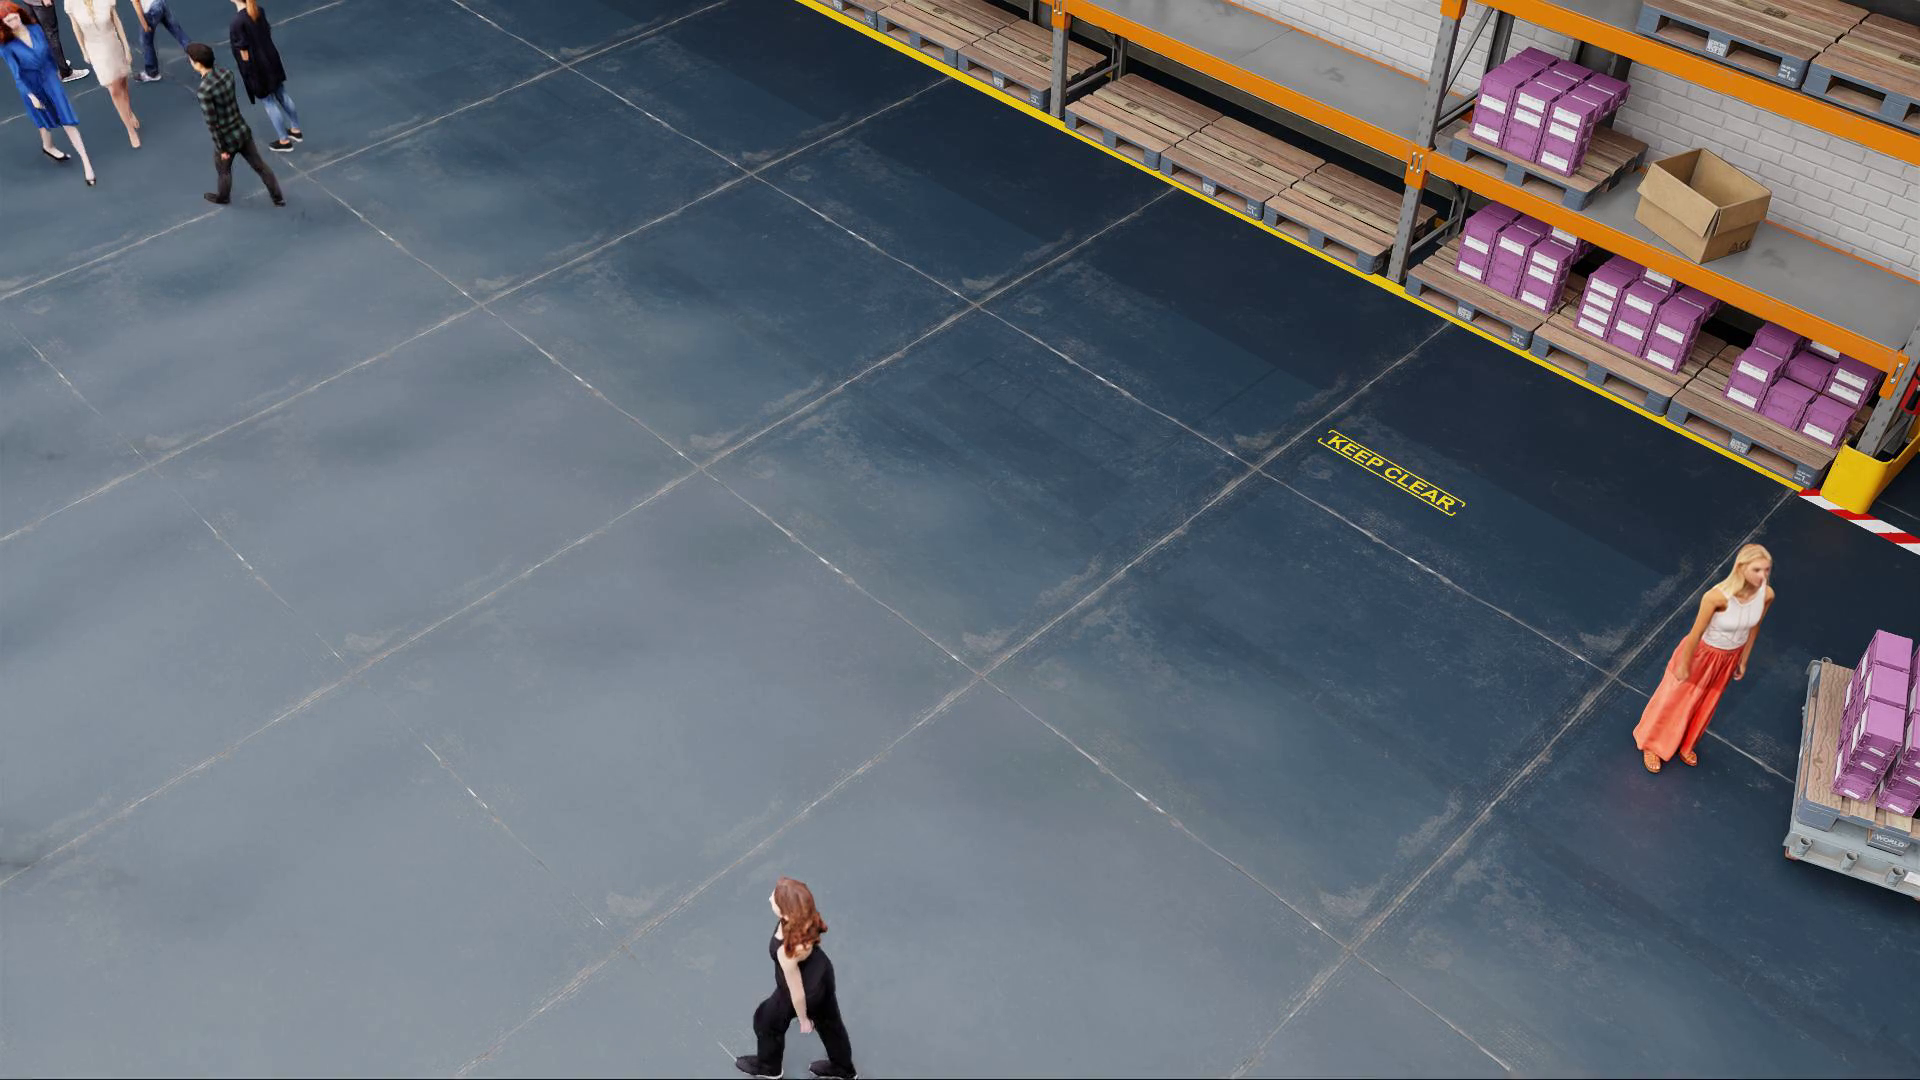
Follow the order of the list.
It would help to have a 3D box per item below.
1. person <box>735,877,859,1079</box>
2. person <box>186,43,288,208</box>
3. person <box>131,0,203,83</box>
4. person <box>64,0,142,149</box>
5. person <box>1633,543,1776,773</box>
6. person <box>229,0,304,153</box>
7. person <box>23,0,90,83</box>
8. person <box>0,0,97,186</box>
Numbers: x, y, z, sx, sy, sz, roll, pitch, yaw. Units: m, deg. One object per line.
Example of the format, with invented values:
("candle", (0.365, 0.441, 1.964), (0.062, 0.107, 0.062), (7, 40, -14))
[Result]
("person", (-0.710, 2.285, 8.470), (0.986, 1.722, 0.839), (11, 45, 11))
("person", (-6.479, -3.636, 14.902), (1.158, 1.678, 0.944), (15, 46, 15))
("person", (-7.976, -5.267, 16.538), (1.105, 1.528, 0.982), (11, 45, 11))
("person", (-8.082, -4.648, 15.761), (0.745, 1.705, 1.038), (-27, 50, -26))
("person", (4.538, 0.707, 10.070), (0.722, 1.801, 0.752), (-8, 44, -8))
("person", (-6.525, -4.443, 15.561), (0.705, 1.683, 0.714), (14, 45, 14))
("person", (-9.247, -5.489, 16.536), (0.501, 1.851, 0.762), (28, 50, 26))
("person", (-8.385, -4.113, 15.148), (0.992, 1.774, 0.662), (24, 49, 23))
